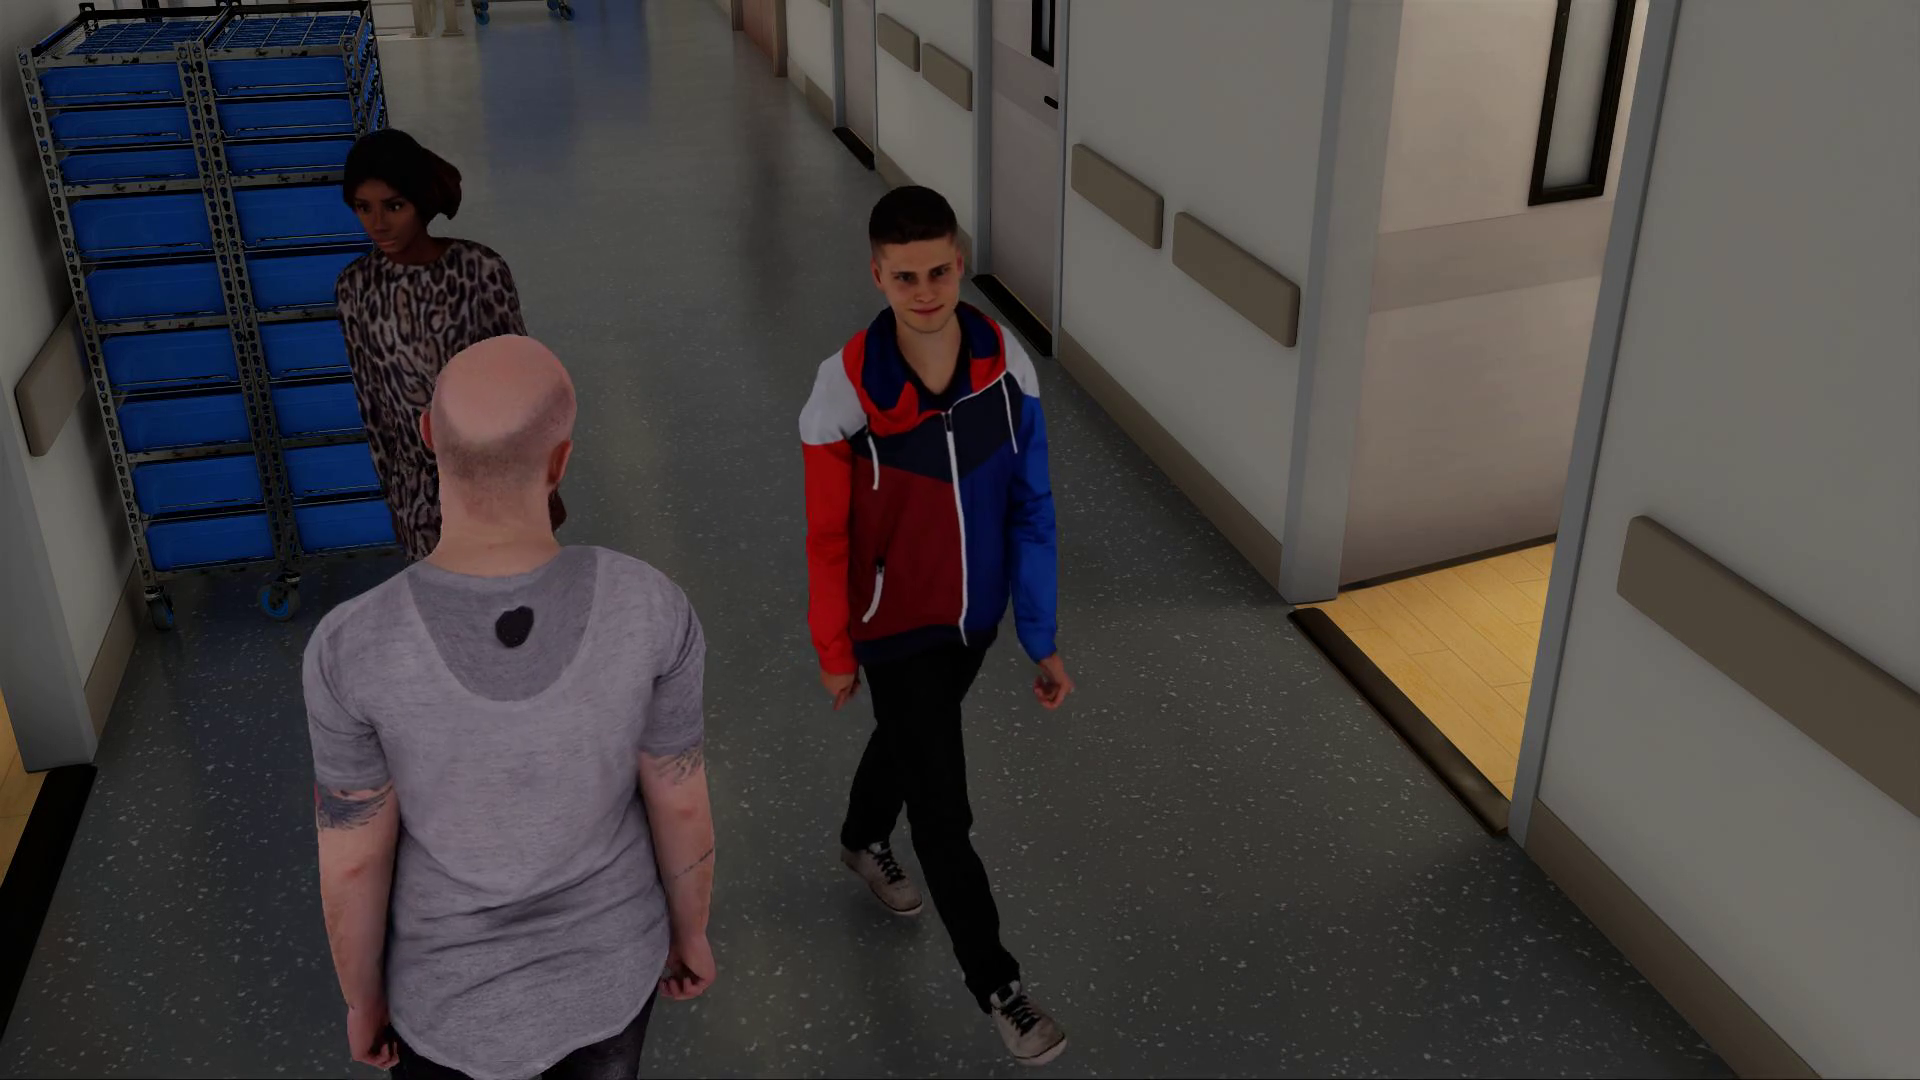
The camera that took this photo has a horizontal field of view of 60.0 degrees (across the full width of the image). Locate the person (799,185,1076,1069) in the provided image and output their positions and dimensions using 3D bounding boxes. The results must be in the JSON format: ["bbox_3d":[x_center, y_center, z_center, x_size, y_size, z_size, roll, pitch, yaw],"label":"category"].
[{"bbox_3d":[-0.110,0.136,3.425,0.883,1.705,1.228,-16,30,-29],"label":"person"}]

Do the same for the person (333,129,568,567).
[{"bbox_3d":[-1.165,-0.151,4.031,0.834,1.696,1.076,0,26,0],"label":"person"}]

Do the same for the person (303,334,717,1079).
[{"bbox_3d":[-0.564,0.641,2.259,0.763,1.809,1.082,-11,28,-22],"label":"person"}]
